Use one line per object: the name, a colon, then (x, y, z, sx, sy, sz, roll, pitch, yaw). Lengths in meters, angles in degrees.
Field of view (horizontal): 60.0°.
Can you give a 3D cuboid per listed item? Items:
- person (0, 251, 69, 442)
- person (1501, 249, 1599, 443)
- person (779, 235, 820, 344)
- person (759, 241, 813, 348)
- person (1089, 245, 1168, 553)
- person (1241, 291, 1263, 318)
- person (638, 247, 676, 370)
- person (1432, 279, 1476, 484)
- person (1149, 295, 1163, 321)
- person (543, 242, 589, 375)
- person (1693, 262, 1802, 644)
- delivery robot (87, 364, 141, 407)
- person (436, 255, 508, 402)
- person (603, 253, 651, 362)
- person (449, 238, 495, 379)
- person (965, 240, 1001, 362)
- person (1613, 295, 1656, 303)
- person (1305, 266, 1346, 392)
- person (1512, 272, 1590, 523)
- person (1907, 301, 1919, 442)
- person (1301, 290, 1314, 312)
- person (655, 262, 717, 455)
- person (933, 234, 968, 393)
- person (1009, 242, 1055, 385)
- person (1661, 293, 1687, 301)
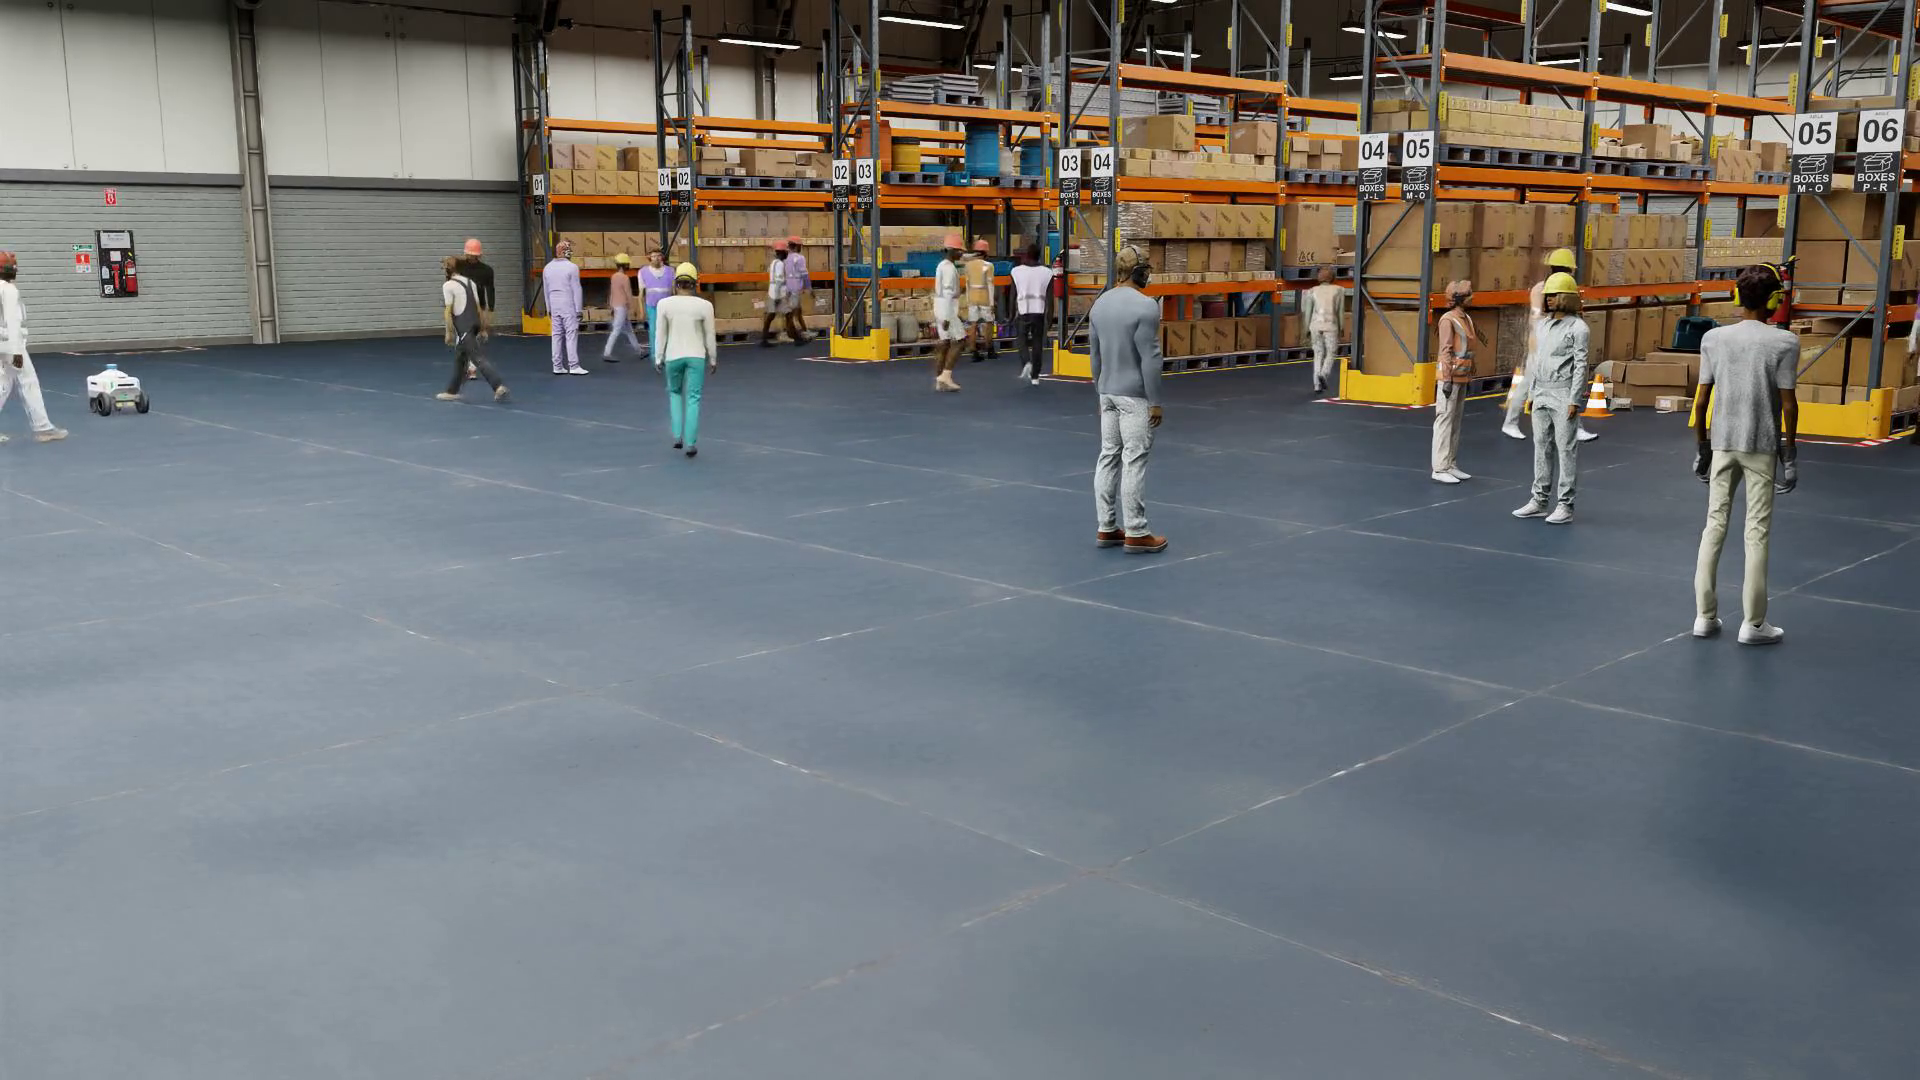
person: (-9.243, -1.874, 16.177, 0.596, 1.859, 0.814, 8, 13, 36)
person: (5.738, -1.885, 16.178, 0.604, 1.872, 1.009, -6, 12, -30)
person: (-2.999, -4.668, 31.005, 1.030, 1.986, 0.638, -9, 14, -39)
person: (-3.160, -4.385, 29.768, 1.013, 1.878, 0.582, -3, 11, -18)
person: (1.075, -0.902, 10.627, 0.372, 1.940, 0.627, -7, 12, -33)
person: (4.985, -4.198, 28.685, 0.507, 1.906, 0.573, -3, 11, -17)
person: (-4.481, -3.437, 24.754, 0.590, 1.823, 0.583, -4, 11, -23)
person: (4.029, -1.294, 13.561, 0.306, 1.645, 0.522, 7, 12, 33)
person: (4.471, -5.922, 37.998, 0.635, 1.937, 0.353, 0, 10, 0)
person: (-5.691, -3.342, 24.017, 0.642, 1.909, 0.399, 5, 12, 28)
person: (3.893, -0.430, 8.238, 0.328, 1.872, 0.514, -9, 14, -42)
delivery robot: (-9.621, -1.753, 18.900, 0.707, 0.478, 0.477, 9, 14, 42)
person: (-5.914, -2.548, 20.095, 1.000, 1.779, 0.528, 4, 11, 19)
person: (-5.326, -3.692, 26.470, 0.949, 1.707, 0.532, -7, 12, -32)
person: (-6.818, -3.222, 23.210, 0.657, 1.959, 0.469, -4, 11, -22)
person: (0.390, -3.840, 26.702, 0.571, 1.913, 0.780, 6, 12, 30)
person: (11.223, -3.991, 27.583, 0.640, 1.892, 0.994, 10, 14, 42)
person: (4.650, -2.683, 21.197, 0.529, 1.616, 0.420, 5, 11, 25)
person: (4.174, -0.999, 11.690, 0.295, 1.744, 0.487, -5, 11, -24)
person: (9.592, -1.888, 16.238, 0.614, 1.869, 1.041, 8, 13, 37)
person: (8.515, -6.392, 40.406, 0.391, 1.995, 0.613, -7, 12, -33)
person: (-2.511, -1.669, 15.303, 0.559, 1.743, 0.593, 0, 10, -2)
person: (-0.117, -2.901, 21.321, 0.490, 2.019, 0.600, -3, 11, -14)
person: (0.969, -3.048, 22.430, 0.624, 1.902, 0.460, 0, 10, -3)
person: (13.101, -4.451, 30.372, 0.947, 1.791, 0.632, -6, 12, -30)
